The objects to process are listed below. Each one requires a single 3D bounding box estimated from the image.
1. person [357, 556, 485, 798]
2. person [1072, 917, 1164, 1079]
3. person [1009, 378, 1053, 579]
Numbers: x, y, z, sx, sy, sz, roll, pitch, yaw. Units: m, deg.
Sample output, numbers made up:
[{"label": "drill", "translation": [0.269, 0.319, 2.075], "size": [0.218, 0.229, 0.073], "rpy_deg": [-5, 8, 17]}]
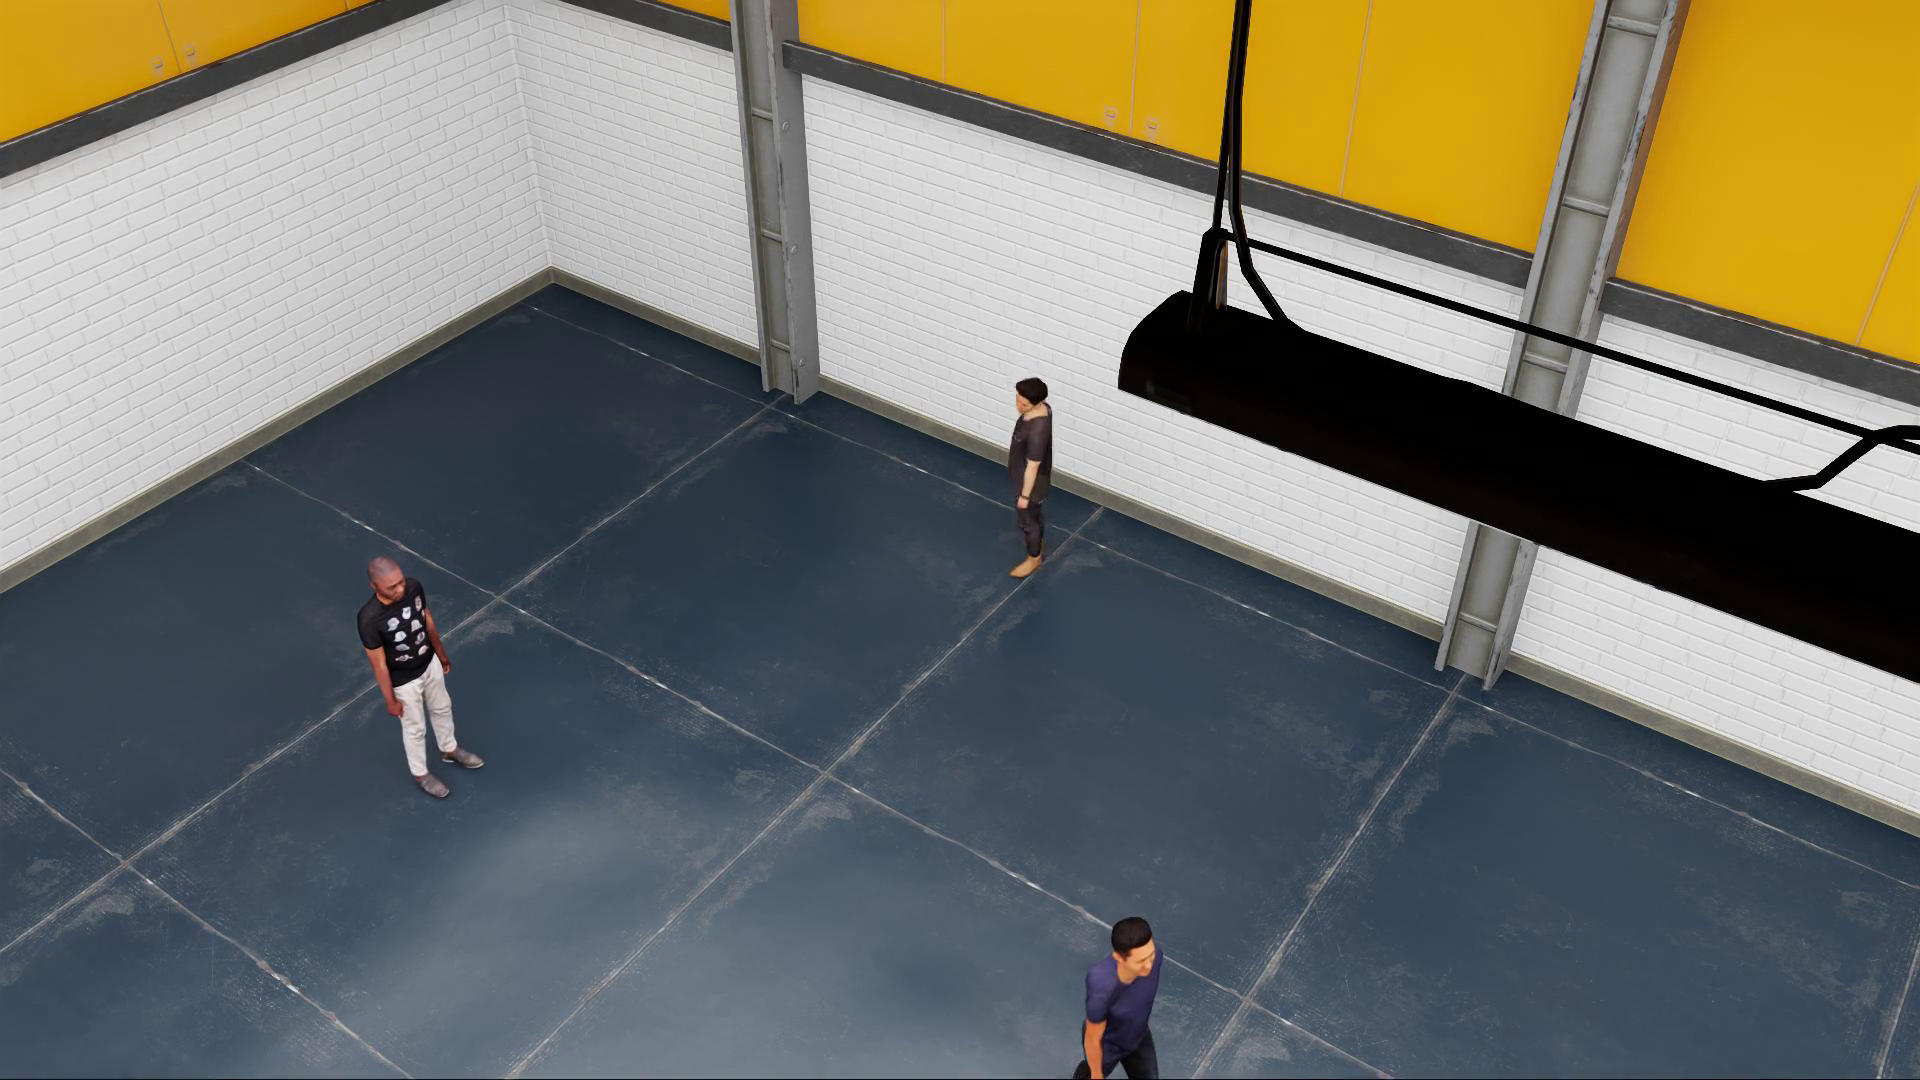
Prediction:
[{"label": "person", "translation": [-3.326, 0.788, 10.045], "size": [0.660, 1.801, 0.694], "rpy_deg": [18, 42, 21]}, {"label": "person", "translation": [0.702, 2.359, 8.109], "size": [0.836, 1.761, 1.041], "rpy_deg": [-26, 45, -29]}, {"label": "person", "translation": [0.518, -0.482, 11.722], "size": [0.789, 1.692, 0.842], "rpy_deg": [9, 39, 11]}]
